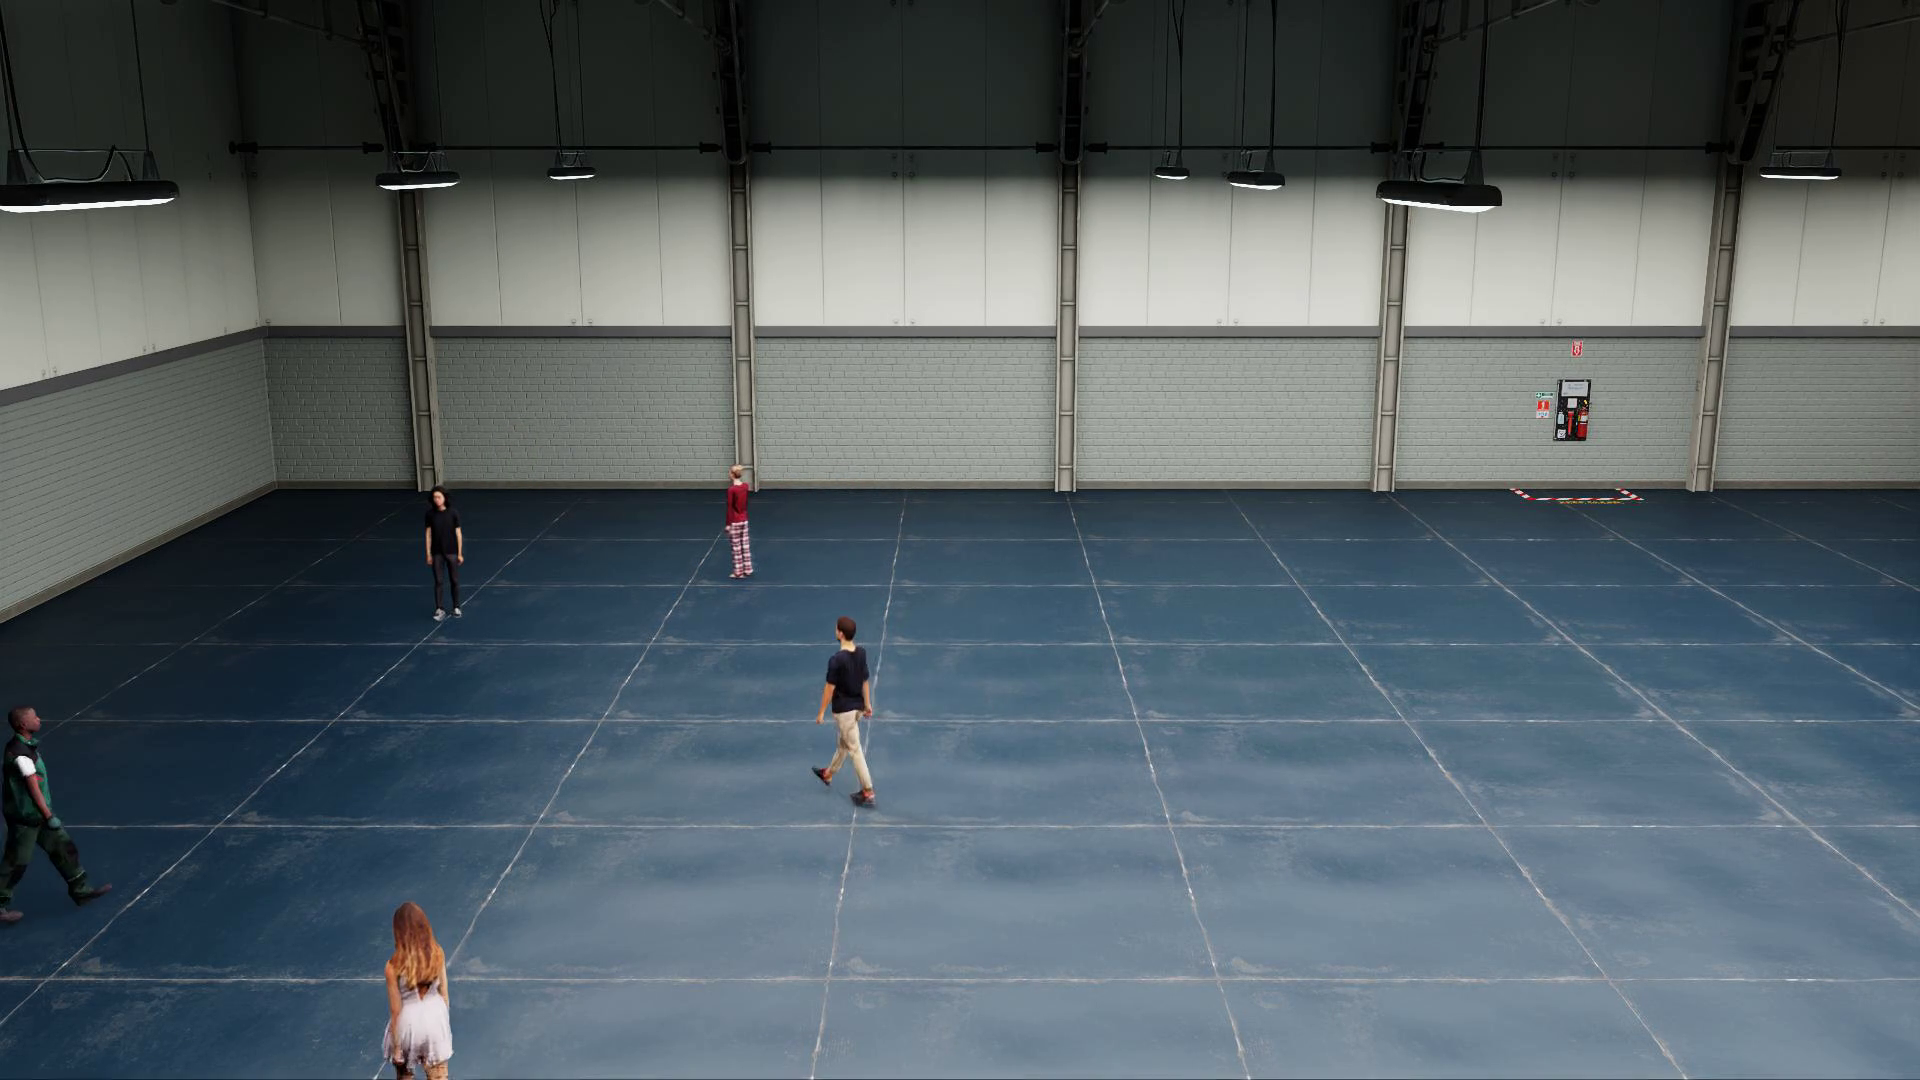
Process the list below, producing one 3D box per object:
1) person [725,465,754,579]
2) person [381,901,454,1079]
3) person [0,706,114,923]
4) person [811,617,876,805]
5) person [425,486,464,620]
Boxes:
[{"bbox_3d":[-3.320,-0.288,24.829,0.693,1.700,0.693,8,15,31],"label":"person"},{"bbox_3d":[-3.241,3.094,10.146,1.086,1.735,1.071,-10,16,-37],"label":"person"},{"bbox_3d":[-7.674,2.277,13.547,1.301,1.793,1.064,-7,15,-28],"label":"person"},{"bbox_3d":[-1.002,1.682,16.060,1.215,1.817,1.073,9,16,35],"label":"person"},{"bbox_3d":[-7.019,0.146,22.660,0.477,1.834,0.717,-1,13,-5],"label":"person"}]
